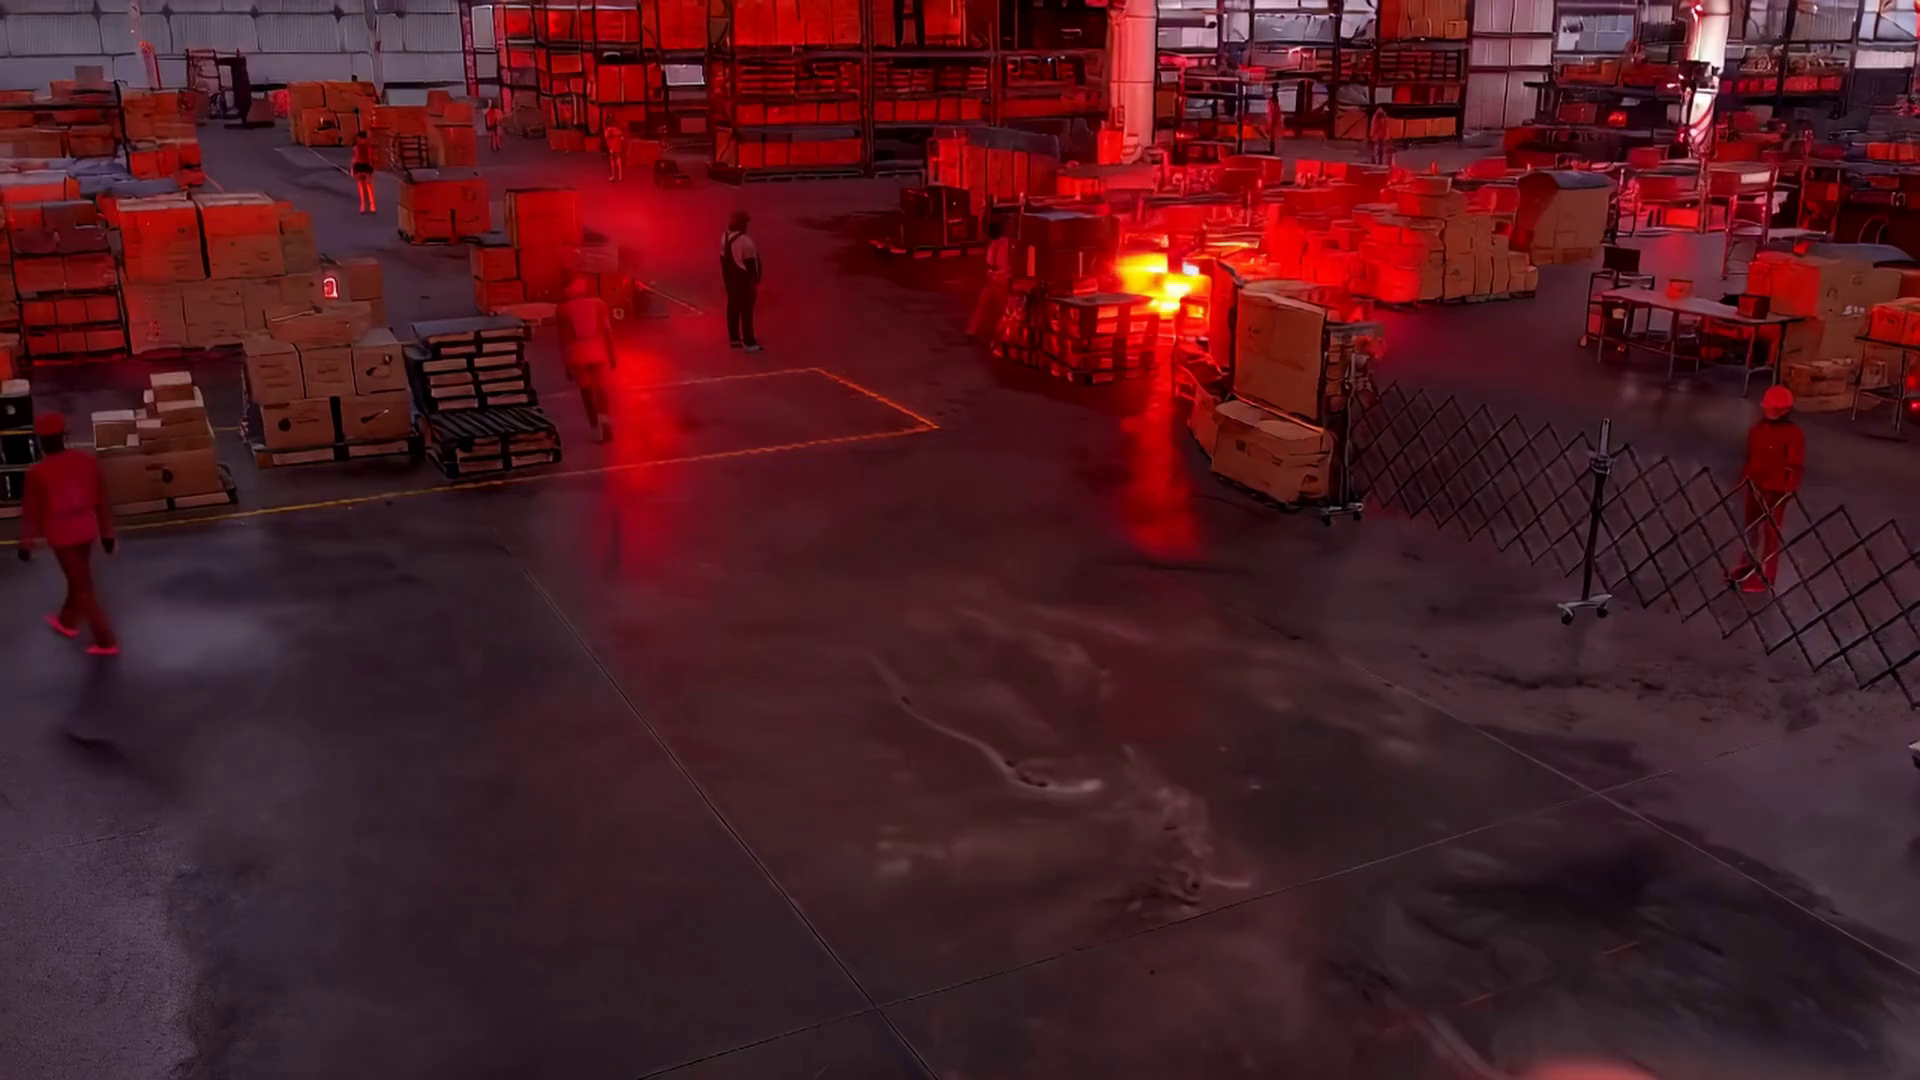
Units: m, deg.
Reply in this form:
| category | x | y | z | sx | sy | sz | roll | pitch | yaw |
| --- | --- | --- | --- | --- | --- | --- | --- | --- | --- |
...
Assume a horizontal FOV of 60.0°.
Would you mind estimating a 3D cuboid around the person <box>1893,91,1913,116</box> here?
| category | x | y | z | sx | sy | sz | roll | pitch | yaw |
| --- | --- | --- | --- | --- | --- | --- | --- | --- | --- |
| person | 32.734 | -14.606 | 57.874 | 0.605 | 1.948 | 0.386 | 8 | 19 | 23 |

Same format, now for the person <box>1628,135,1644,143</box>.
| category | x | y | z | sx | sy | sz | roll | pitch | yaw |
| --- | --- | --- | --- | --- | --- | --- | --- | --- | --- |
| person | 21.297 | -12.742 | 52.331 | 0.915 | 1.788 | 0.607 | -11 | 21 | -30 |

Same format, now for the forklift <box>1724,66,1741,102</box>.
| category | x | y | z | sx | sy | sz | roll | pitch | yaw |
| --- | --- | --- | --- | --- | --- | --- | --- | --- | --- |
| forklift | 26.074 | -14.826 | 57.056 | 1.129 | 2.768 | 1.873 | 2 | 18 | 5 |

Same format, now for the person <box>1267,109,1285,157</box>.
| category | x | y | z | sx | sy | sz | roll | pitch | yaw |
| --- | --- | --- | --- | --- | --- | --- | --- | --- | --- |
| person | 10.196 | -13.055 | 53.577 | 0.511 | 1.615 | 0.527 | -12 | 21 | -34 |

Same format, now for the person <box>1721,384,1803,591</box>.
| category | x | y | z | sx | sy | sz | roll | pitch | yaw |
| --- | --- | --- | --- | --- | --- | --- | --- | --- | --- |
| person | 6.814 | -0.455 | 14.053 | 0.312 | 1.768 | 0.524 | -6 | 19 | -19 |

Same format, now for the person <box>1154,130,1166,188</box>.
| category | x | y | z | sx | sy | sz | roll | pitch | yaw |
| --- | --- | --- | --- | --- | --- | --- | --- | --- | --- |
| person | 5.203 | -10.251 | 44.783 | 0.889 | 1.648 | 0.542 | -8 | 20 | -24 |

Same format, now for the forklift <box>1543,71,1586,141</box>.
| category | x | y | z | sx | sy | sz | roll | pitch | yaw |
| --- | --- | --- | --- | --- | --- | --- | --- | --- | --- |
| forklift | 18.685 | -13.231 | 52.085 | 1.873 | 2.768 | 1.129 | -9 | 20 | -26 |

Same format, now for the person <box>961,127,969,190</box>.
| category | x | y | z | sx | sy | sz | roll | pitch | yaw |
| --- | --- | --- | --- | --- | --- | --- | --- | --- | --- |
| person | 0.253 | -10.190 | 44.554 | 0.642 | 1.677 | 0.536 | 17 | 24 | 42 |

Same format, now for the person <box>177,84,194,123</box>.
| category | x | y | z | sx | sy | sz | roll | pitch | yaw |
| --- | --- | --- | --- | --- | --- | --- | --- | --- | --- |
| person | -30.200 | -16.818 | 64.844 | 0.696 | 1.893 | 0.637 | 16 | 24 | 41 |

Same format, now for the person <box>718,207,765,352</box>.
| category | x | y | z | sx | sy | sz | roll | pitch | yaw |
| --- | --- | --- | --- | --- | --- | --- | --- | --- | --- |
| person | -3.112 | -3.743 | 23.858 | 0.683 | 2.000 | 0.536 | 17 | 24 | 42 |

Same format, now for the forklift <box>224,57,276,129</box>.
| category | x | y | z | sx | sy | sz | roll | pitch | yaw |
| --- | --- | --- | --- | --- | --- | --- | --- | --- | --- |
| forklift | -28.862 | -18.068 | 67.164 | 1.873 | 2.768 | 1.129 | -9 | 20 | -26 |

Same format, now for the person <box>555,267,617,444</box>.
| category | x | y | z | sx | sy | sz | roll | pitch | yaw |
| --- | --- | --- | --- | --- | --- | --- | --- | --- | --- |
| person | -4.161 | -2.039 | 18.583 | 0.652 | 2.015 | 0.567 | -7 | 19 | -21 |

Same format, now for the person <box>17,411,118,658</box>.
| category | x | y | z | sx | sy | sz | roll | pitch | yaw |
| --- | --- | --- | --- | --- | --- | --- | --- | --- | --- |
| person | -6.822 | -0.052 | 12.611 | 0.958 | 1.883 | 0.592 | 7 | 19 | 21 |

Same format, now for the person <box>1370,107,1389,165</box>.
| category | x | y | z | sx | sy | sz | roll | pitch | yaw |
| --- | --- | --- | --- | --- | --- | --- | --- | --- | --- |
| person | 12.578 | -12.069 | 50.052 | 0.396 | 1.900 | 0.637 | -10 | 20 | -28 |

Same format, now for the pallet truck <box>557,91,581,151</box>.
| category | x | y | z | sx | sy | sz | roll | pitch | yaw |
| --- | --- | --- | --- | --- | --- | --- | --- | --- | --- |
| pallet truck | -13.495 | -14.412 | 57.188 | 0.823 | 1.965 | 1.885 | -3 | 18 | -9 |

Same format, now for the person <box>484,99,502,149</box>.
| category | x | y | z | sx | sy | sz | roll | pitch | yaw |
| --- | --- | --- | --- | --- | --- | --- | --- | --- | --- |
| person | -16.185 | -14.393 | 57.610 | 0.540 | 1.698 | 0.317 | -1 | 18 | -4 |

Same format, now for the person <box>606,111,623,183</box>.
| category | x | y | z | sx | sy | sz | roll | pitch | yaw |
| --- | --- | --- | --- | --- | --- | --- | --- | --- | --- |
| person | -9.703 | -10.998 | 46.593 | 0.607 | 1.966 | 0.367 | 12 | 21 | 33 |

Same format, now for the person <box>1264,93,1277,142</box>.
| category | x | y | z | sx | sy | sz | roll | pitch | yaw |
| --- | --- | --- | --- | --- | --- | --- | --- | --- | --- |
| person | 11.220 | -15.181 | 59.891 | 0.793 | 1.813 | 0.581 | -7 | 19 | -22 |

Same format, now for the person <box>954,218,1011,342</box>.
| category | x | y | z | sx | sy | sz | roll | pitch | yaw |
| --- | --- | --- | --- | --- | --- | --- | --- | --- | --- |
| person | 0.443 | -3.746 | 24.195 | 1.003 | 1.826 | 0.582 | -7 | 19 | -22 |

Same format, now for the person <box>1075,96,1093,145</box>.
| category | x | y | z | sx | sy | sz | roll | pitch | yaw |
| --- | --- | --- | --- | --- | --- | --- | --- | --- | --- |
| person | 4.235 | -14.065 | 56.329 | 0.996 | 1.850 | 0.677 | -13 | 22 | -36 |

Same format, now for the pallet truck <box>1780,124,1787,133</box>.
| category | x | y | z | sx | sy | sz | roll | pitch | yaw |
| --- | --- | --- | --- | --- | --- | --- | --- | --- | --- |
| pallet truck | 25.206 | -12.542 | 52.601 | 1.601 | 1.201 | 0.680 | 0 | 18 | -2 |

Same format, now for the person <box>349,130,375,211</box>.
| category | x | y | z | sx | sy | sz | roll | pitch | yaw |
| --- | --- | --- | --- | --- | --- | --- | --- | --- | --- |
| person | -14.469 | -8.934 | 40.232 | 0.539 | 1.930 | 0.385 | -15 | 23 | -38 |

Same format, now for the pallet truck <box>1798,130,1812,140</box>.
| category | x | y | z | sx | sy | sz | roll | pitch | yaw |
| --- | --- | --- | --- | --- | --- | --- | --- | --- | --- |
| pallet truck | 25.526 | -11.556 | 49.408 | 1.630 | 1.274 | 0.653 | -9 | 20 | -26 |

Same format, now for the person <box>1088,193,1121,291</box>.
| category | x | y | z | sx | sy | sz | roll | pitch | yaw |
| --- | --- | --- | --- | --- | --- | --- | --- | --- | --- |
| person | 2.267 | -4.698 | 27.084 | 0.993 | 1.883 | 0.568 | 10 | 20 | 28 |
